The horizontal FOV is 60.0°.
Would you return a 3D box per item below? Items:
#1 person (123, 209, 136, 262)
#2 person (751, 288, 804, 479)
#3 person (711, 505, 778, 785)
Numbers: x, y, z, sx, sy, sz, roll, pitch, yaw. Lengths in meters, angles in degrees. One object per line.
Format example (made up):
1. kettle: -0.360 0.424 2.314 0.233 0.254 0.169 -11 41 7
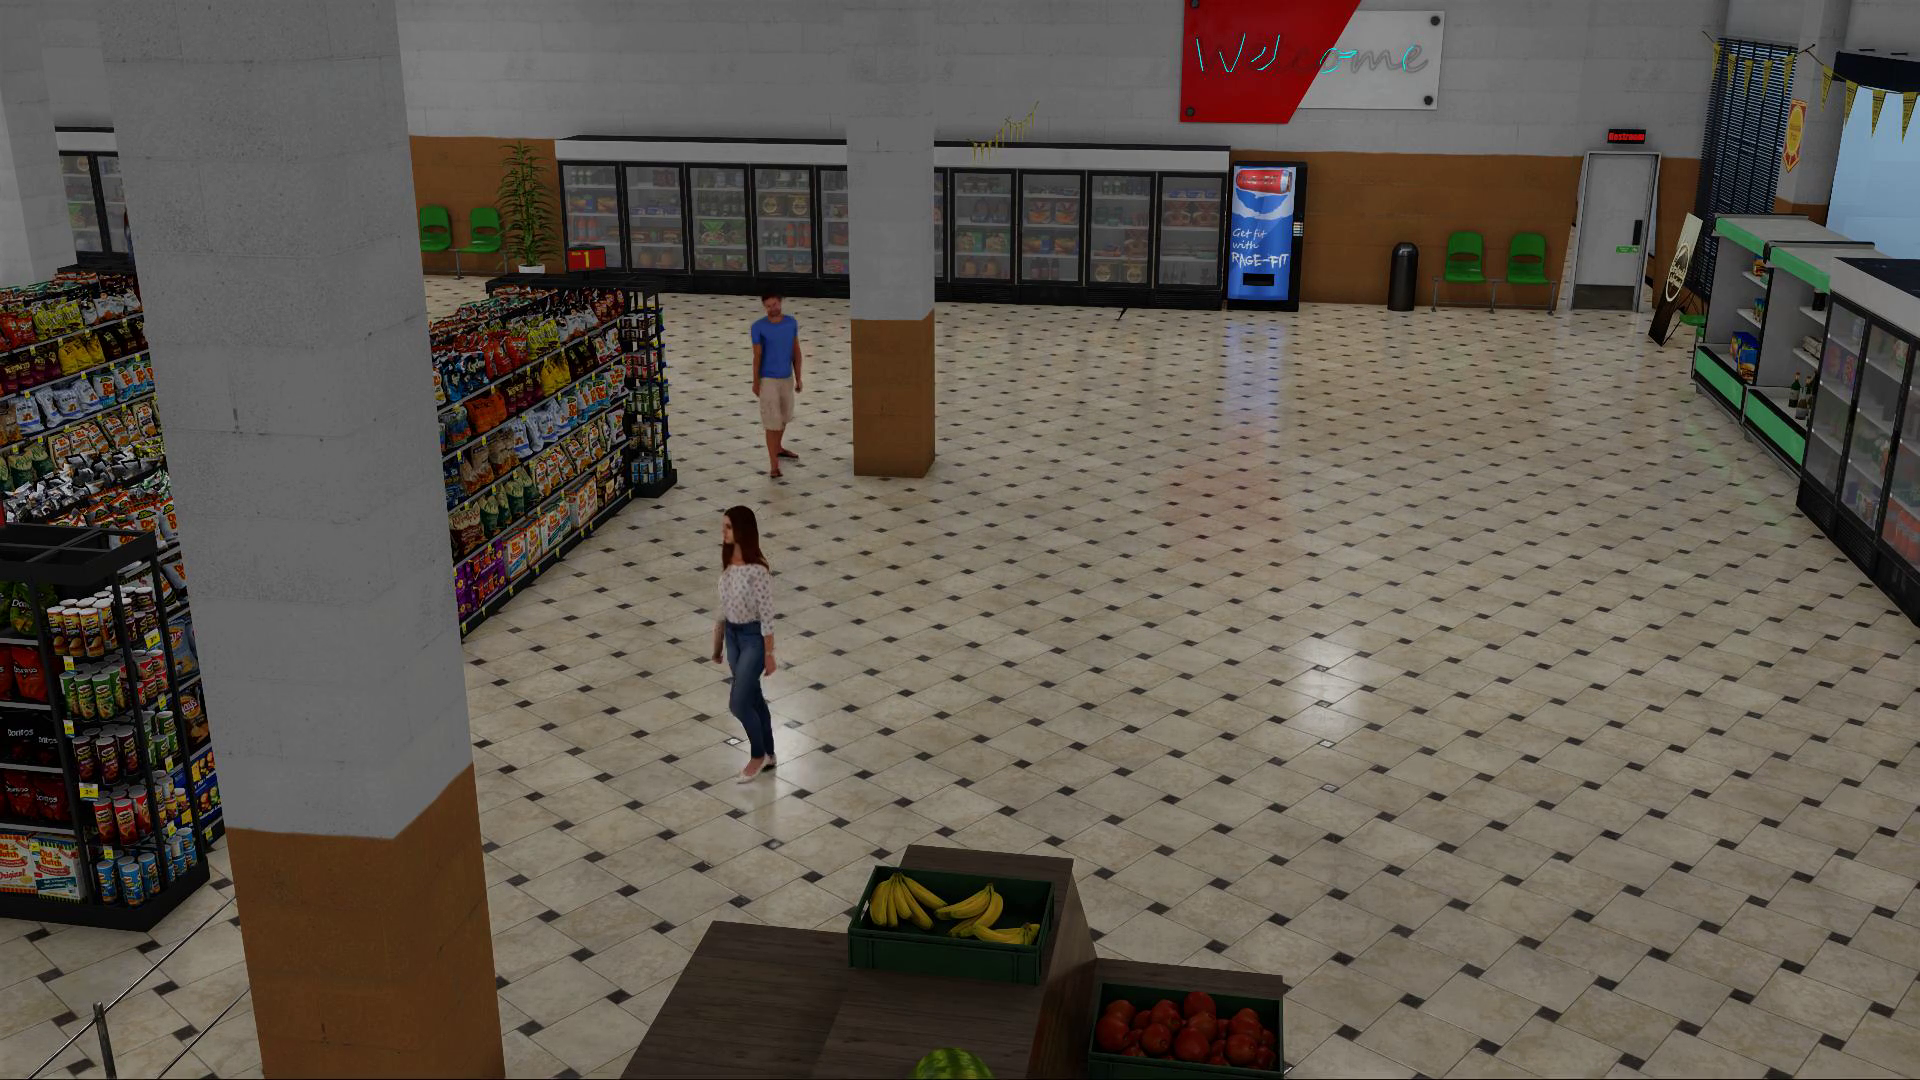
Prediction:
1. person: -12.186 -4.155 24.524 0.754 1.467 0.706 -2 19 -7
2. person: -1.806 -1.579 16.337 1.139 1.816 1.197 -16 24 -39
3. person: -1.201 0.608 10.005 0.790 1.717 0.736 -15 24 -38
